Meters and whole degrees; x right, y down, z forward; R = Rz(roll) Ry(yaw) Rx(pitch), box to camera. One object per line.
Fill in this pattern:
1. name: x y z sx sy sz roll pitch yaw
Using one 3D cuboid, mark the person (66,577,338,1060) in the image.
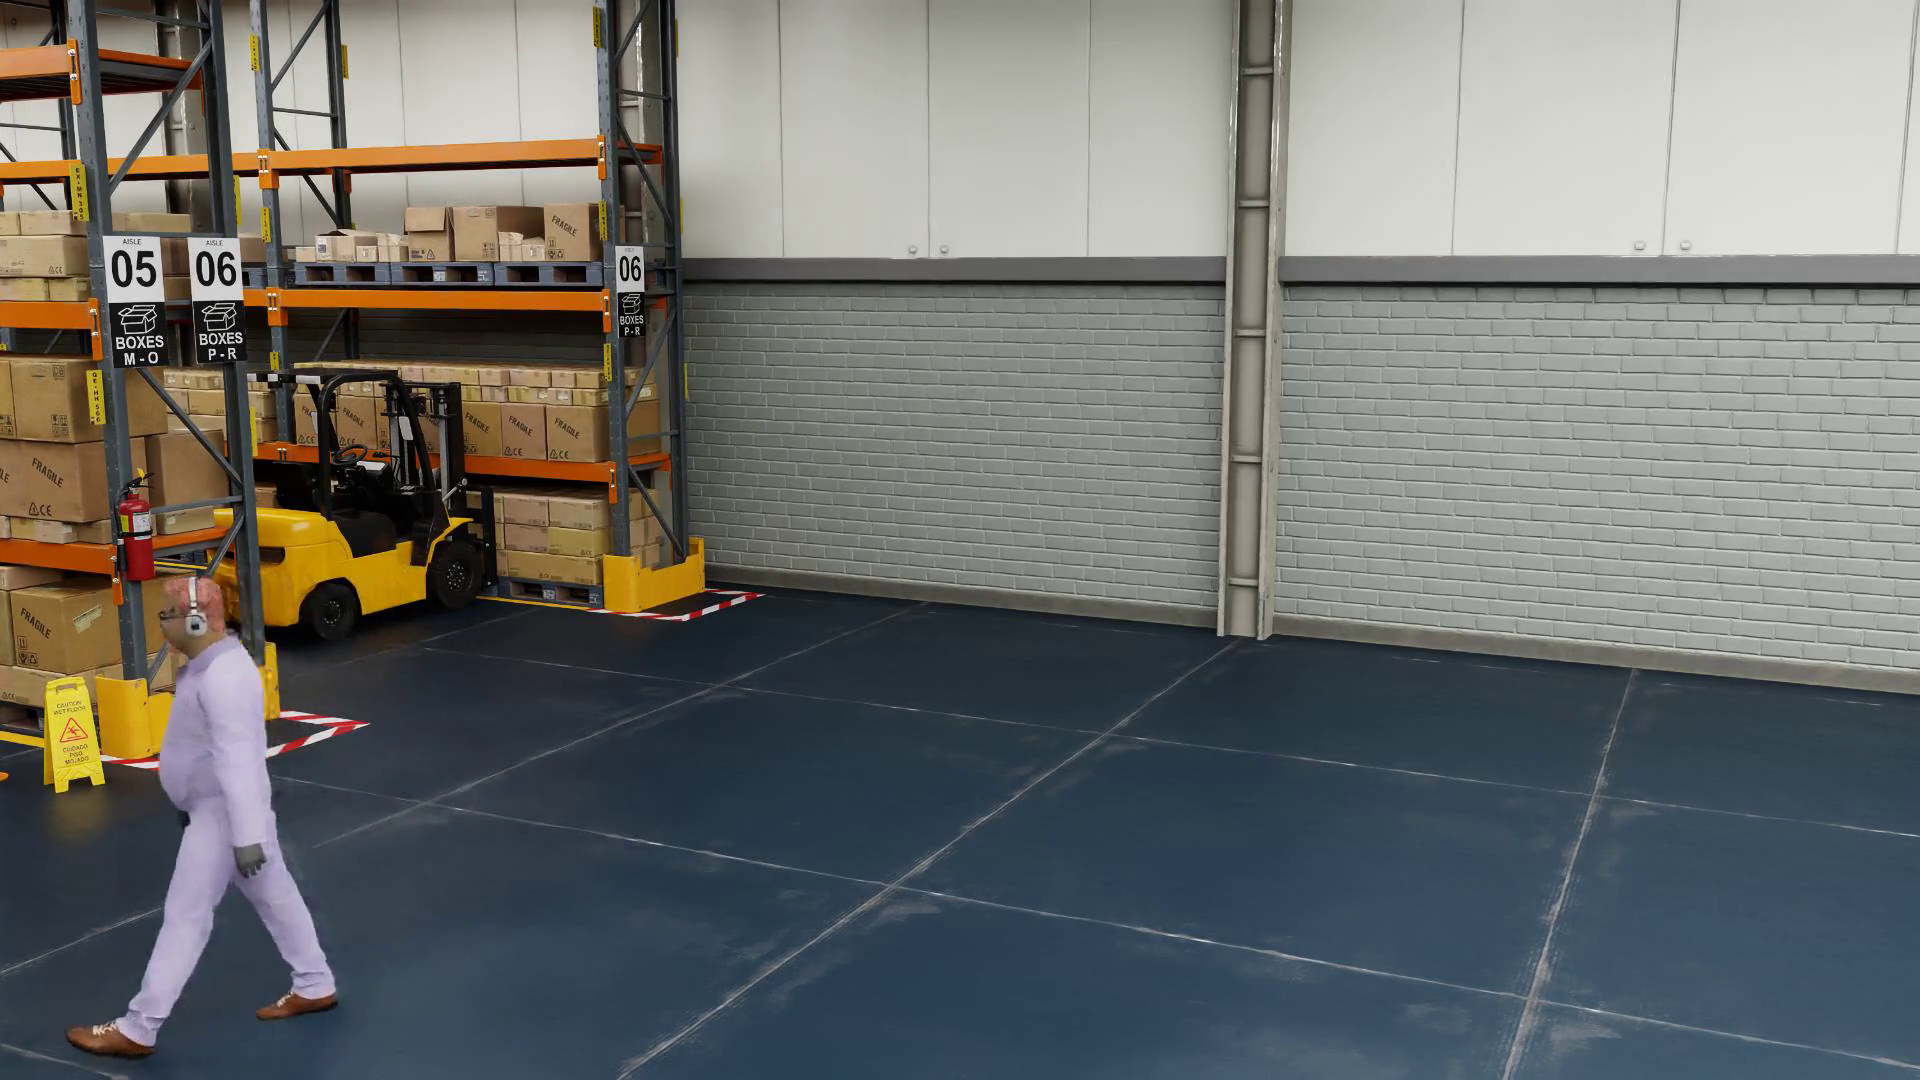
1. person: -2.961 1.062 6.482 0.997 1.852 0.678 -4 10 -23
